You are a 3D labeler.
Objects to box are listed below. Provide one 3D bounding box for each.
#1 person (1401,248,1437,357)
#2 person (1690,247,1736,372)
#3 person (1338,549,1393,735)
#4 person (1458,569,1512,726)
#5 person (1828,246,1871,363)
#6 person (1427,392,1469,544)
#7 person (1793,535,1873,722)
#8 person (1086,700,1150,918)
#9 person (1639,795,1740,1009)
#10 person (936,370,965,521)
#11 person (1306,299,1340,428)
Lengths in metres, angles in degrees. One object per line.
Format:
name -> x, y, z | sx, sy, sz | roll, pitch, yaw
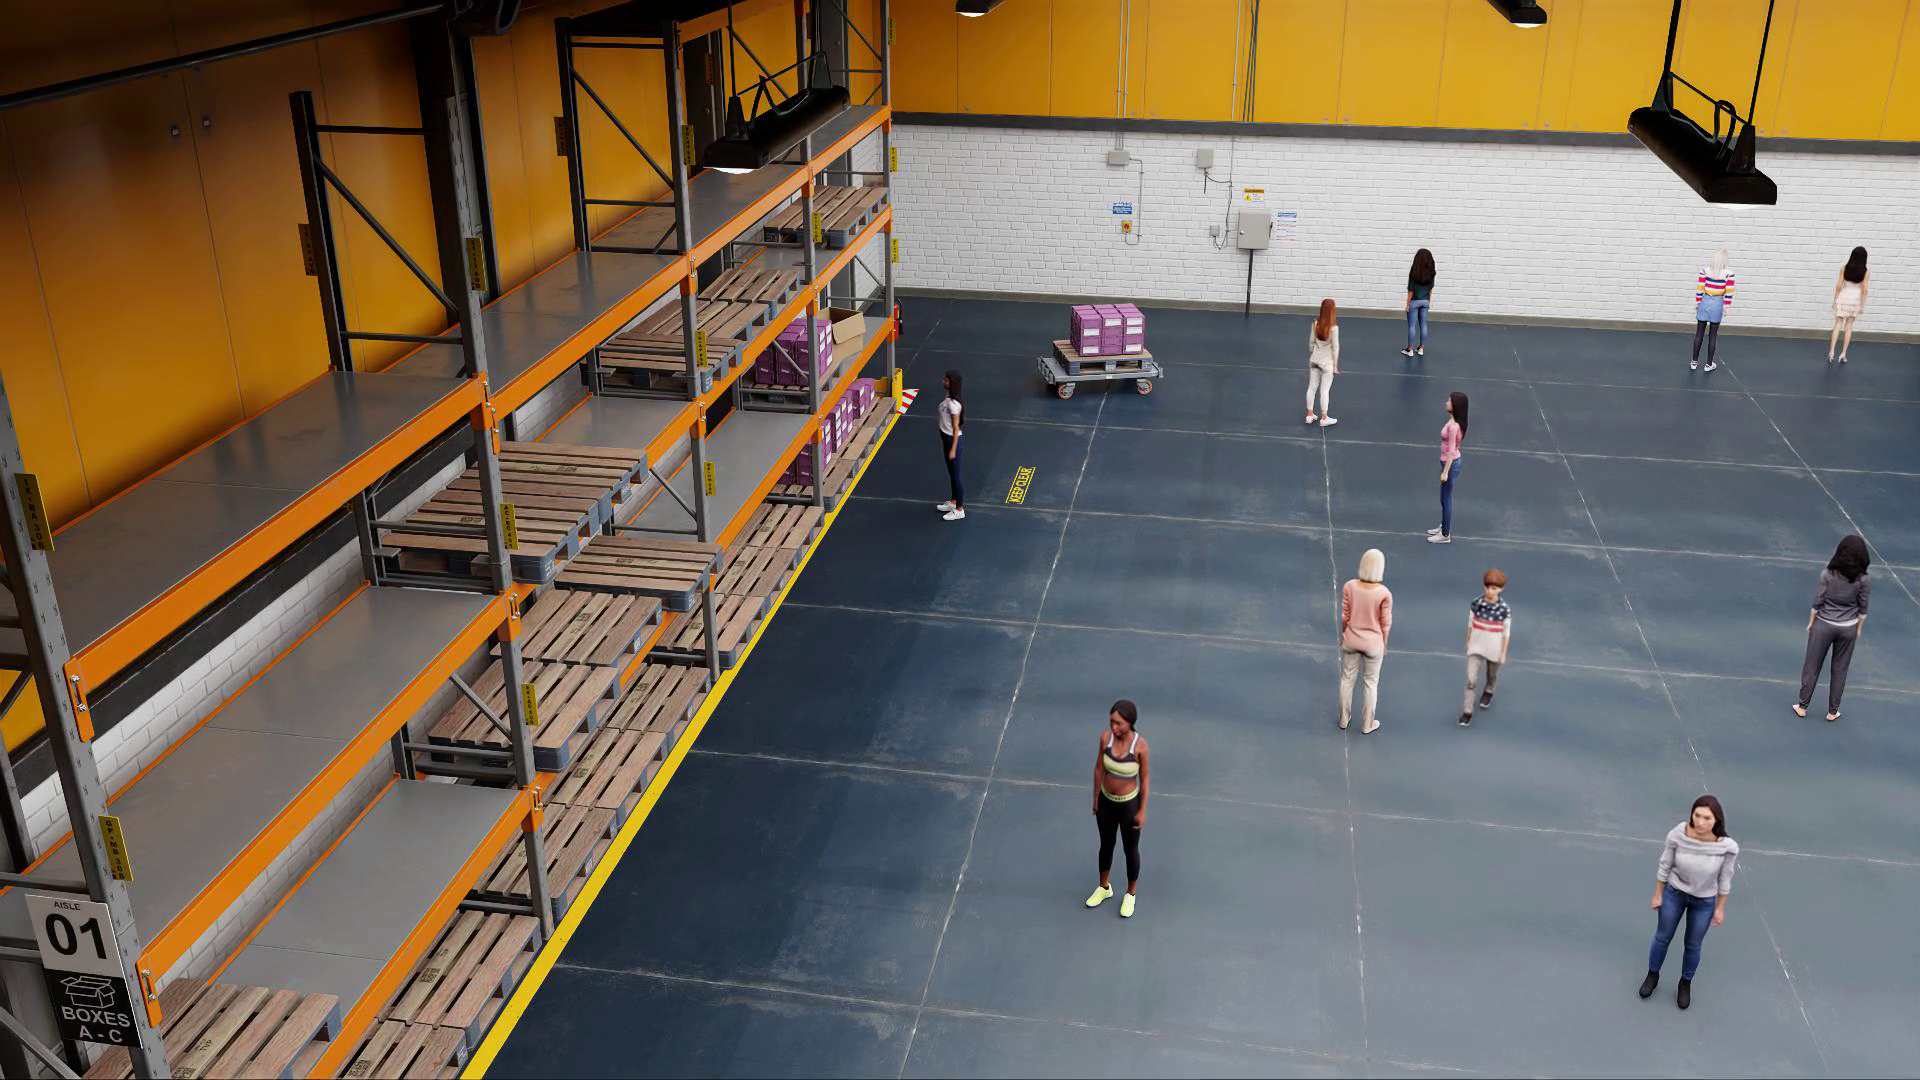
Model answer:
person -> 6.873, -3.568, 24.914 | 0.682, 1.616, 0.700 | -5, 24, -10
person -> 10.947, -3.377, 24.239 | 0.721, 1.808, 0.689 | 17, 29, 33
person -> 3.540, 0.882, 14.600 | 0.664, 1.724, 0.638 | 13, 27, 28
person -> 4.743, 0.920, 14.912 | 0.728, 1.404, 1.007 | 13, 27, 27
person -> 13.110, -3.479, 24.565 | 0.658, 1.734, 0.664 | 16, 28, 32
person -> 5.429, -0.817, 18.464 | 0.666, 1.742, 0.482 | 7, 25, 16
person -> 7.775, 0.782, 14.779 | 0.632, 1.765, 0.578 | 9, 25, 20
person -> 1.178, 1.935, 12.156 | 0.621, 1.753, 0.604 | 12, 26, 25
person -> 4.911, 2.416, 11.206 | 0.664, 1.631, 0.615 | 12, 26, 25
person -> -0.075, -1.101, 19.073 | 0.709, 1.775, 0.562 | -3, 24, -8
person -> 4.791, -2.354, 22.018 | 0.738, 1.713, 0.695 | -20, 31, -38
